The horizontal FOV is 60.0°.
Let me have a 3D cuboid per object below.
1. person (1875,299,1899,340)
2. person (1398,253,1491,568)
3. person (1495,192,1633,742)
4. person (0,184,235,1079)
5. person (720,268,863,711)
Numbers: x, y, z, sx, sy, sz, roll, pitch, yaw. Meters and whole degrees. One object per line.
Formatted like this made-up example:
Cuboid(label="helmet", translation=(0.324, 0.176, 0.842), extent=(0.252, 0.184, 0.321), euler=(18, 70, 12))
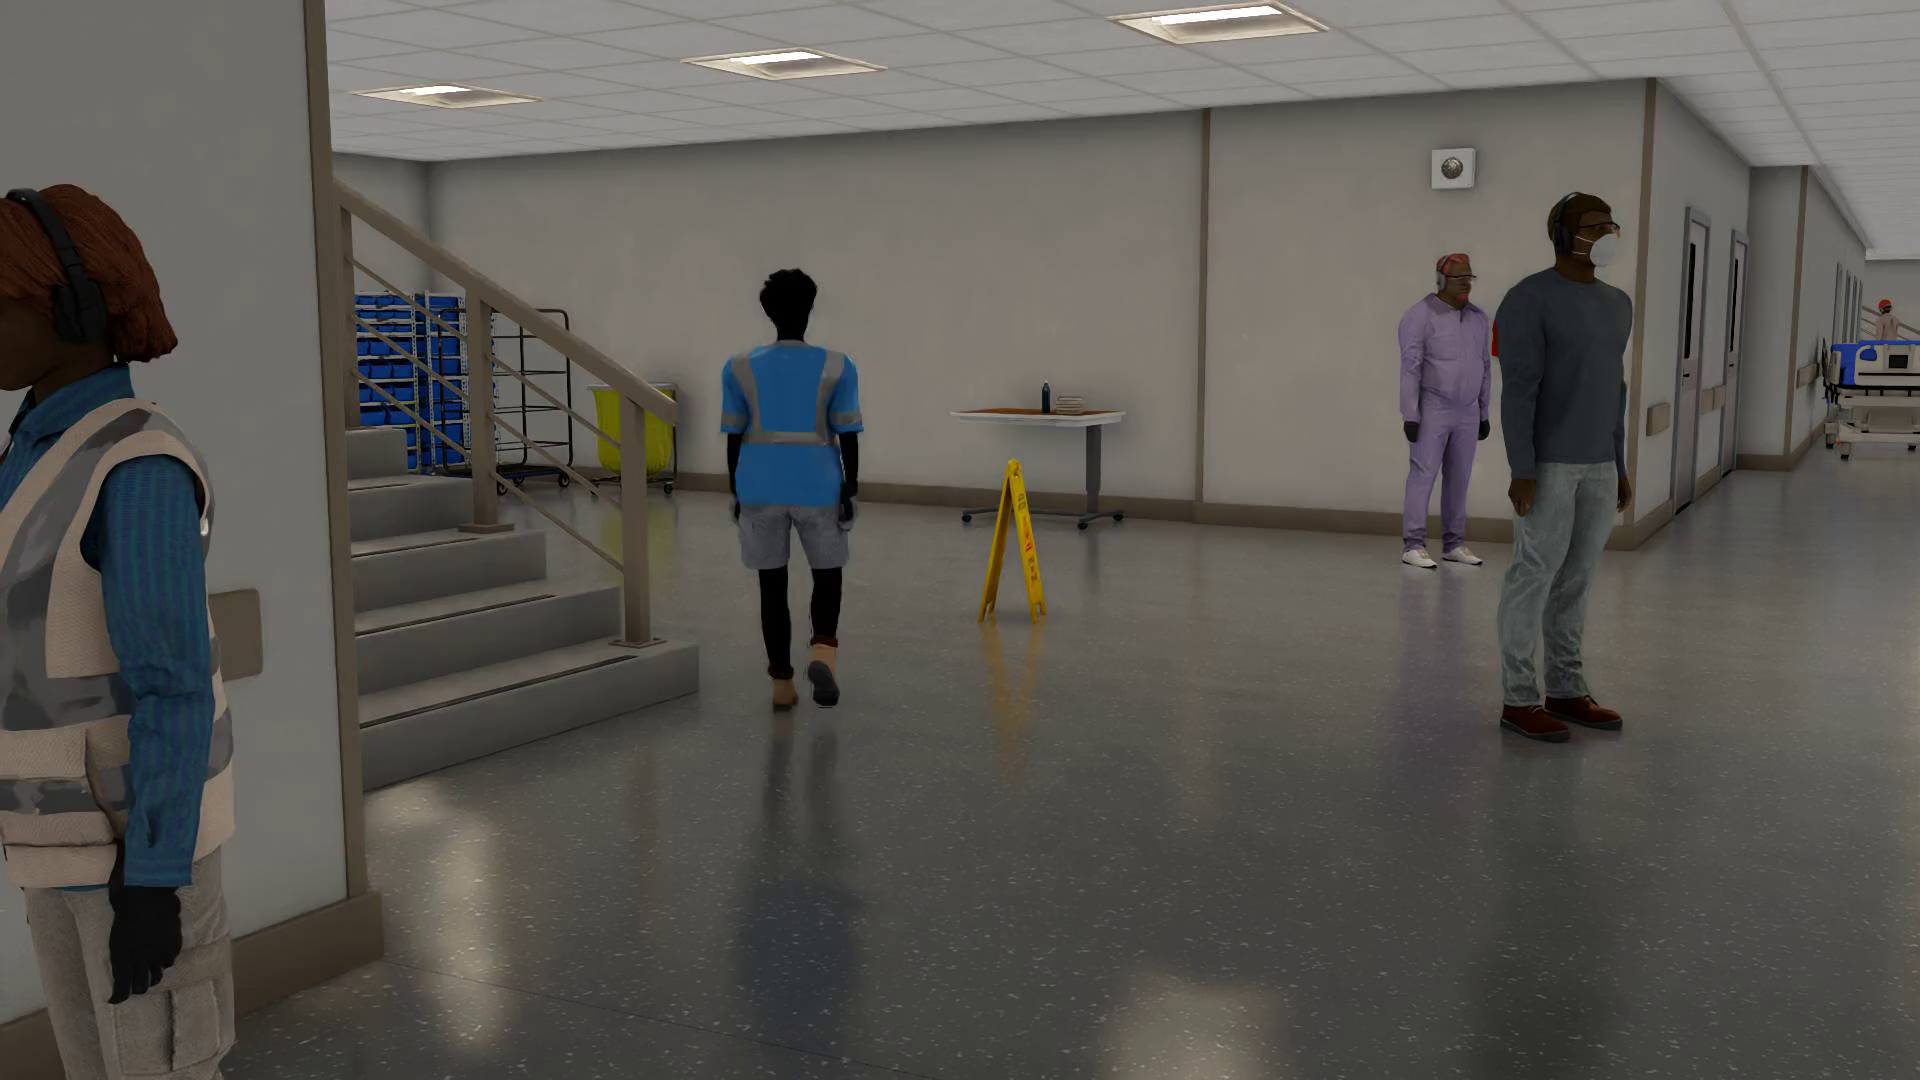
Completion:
Cuboid(label="person", translation=(19.447, -4.061, 35.001), extent=(0.609, 1.988, 0.392), euler=(-3, 8, -23))
Cuboid(label="person", translation=(2.959, -0.776, 10.085), extent=(0.648, 1.899, 0.399), euler=(-3, 8, -24))
Cuboid(label="person", translation=(2.179, -0.262, 5.962), extent=(0.632, 1.940, 0.372), euler=(-5, 9, -33))
Cuboid(label="person", translation=(-1.074, 0.389, 2.089), extent=(0.310, 1.640, 0.514), euler=(-7, 10, -44))
Cuboid(label="person", translation=(-0.630, -0.168, 6.198), extent=(0.534, 1.684, 0.444), euler=(0, 7, -3))
